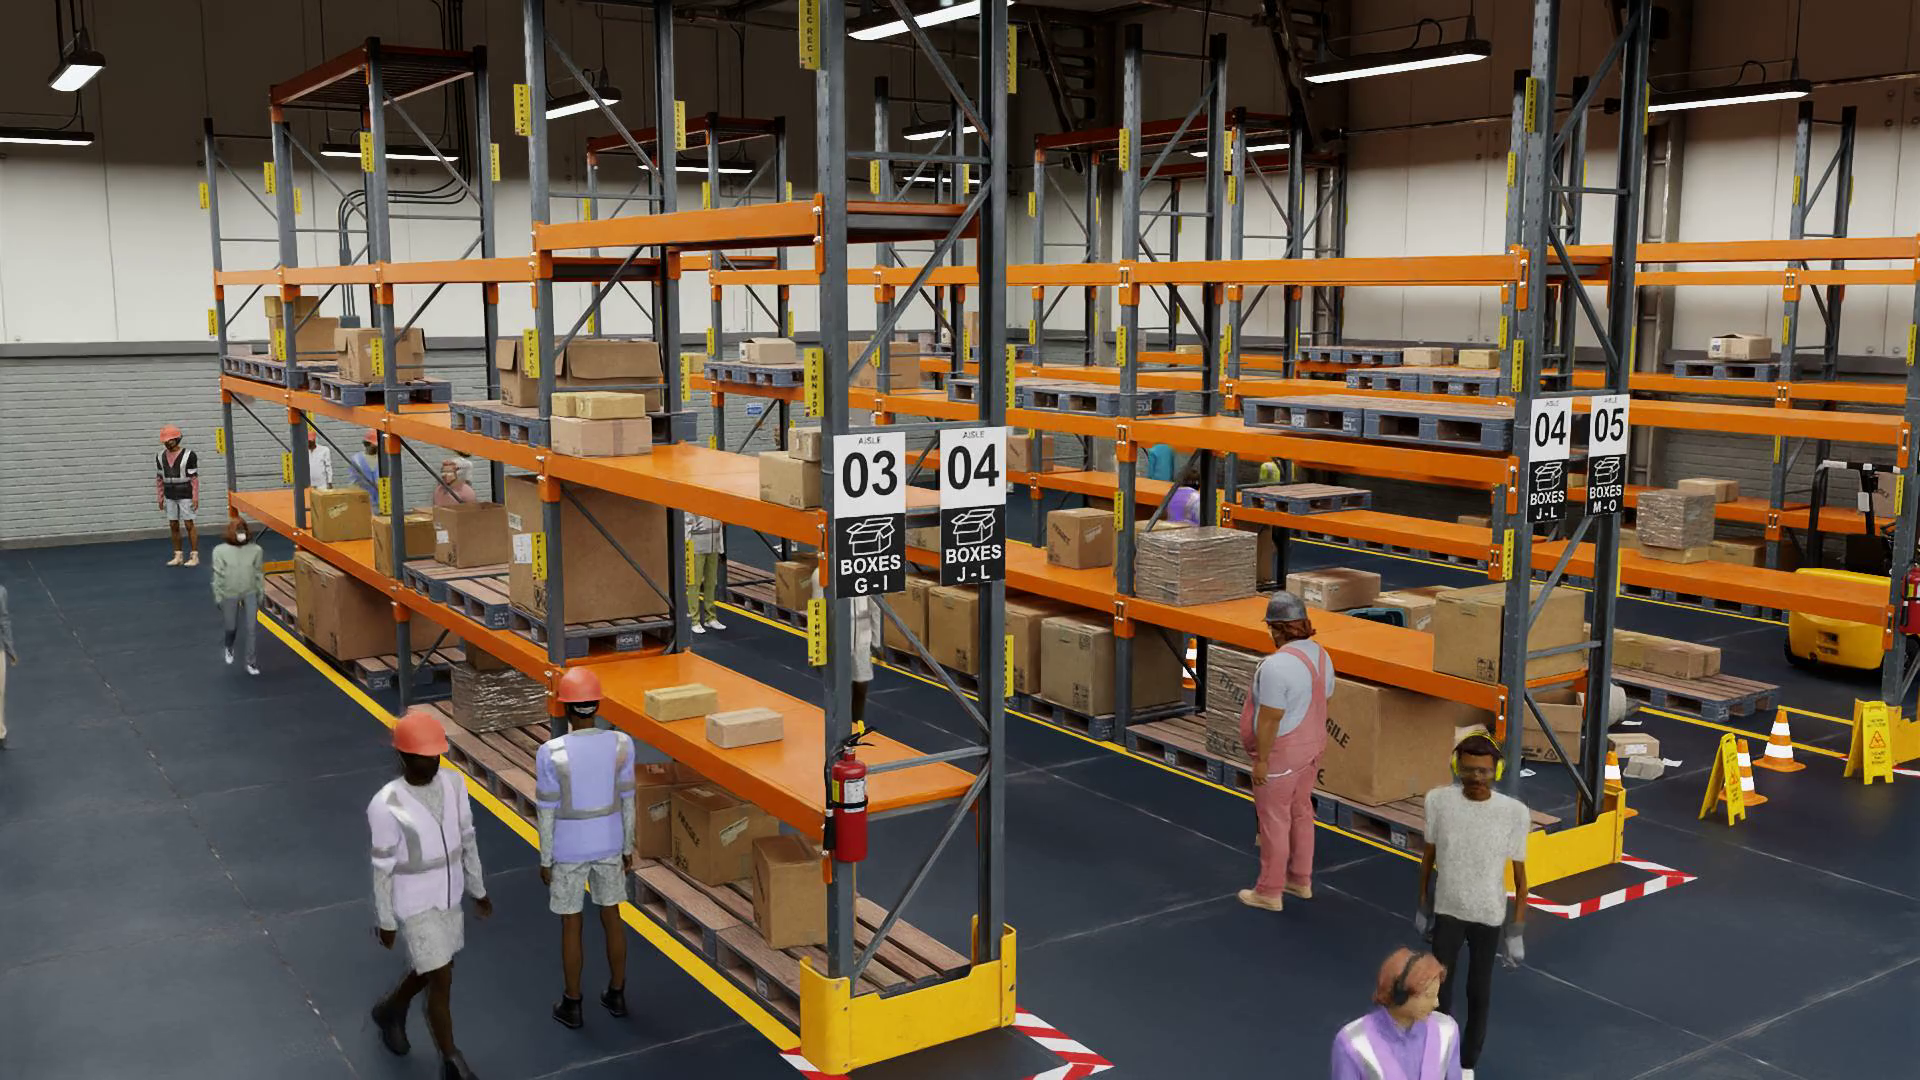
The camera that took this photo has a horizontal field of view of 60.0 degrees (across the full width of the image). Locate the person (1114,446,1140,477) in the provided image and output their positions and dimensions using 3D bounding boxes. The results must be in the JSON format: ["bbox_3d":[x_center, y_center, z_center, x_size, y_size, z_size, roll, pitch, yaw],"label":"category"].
[{"bbox_3d":[2.619,-0.796,26.067,0.526,1.615,0.525,-3,9,-22],"label":"person"}]

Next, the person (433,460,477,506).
[{"bbox_3d":[-6.045,0.002,19.793,0.653,1.906,0.408,5,10,29],"label":"person"}]

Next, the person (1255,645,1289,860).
[{"bbox_3d":[2.219,1.364,11.452,0.322,1.685,0.542,-3,9,-20],"label":"person"}]

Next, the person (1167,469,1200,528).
[{"bbox_3d":[2.726,0.071,19.647,0.434,1.814,0.716,-4,10,-26],"label":"person"}]

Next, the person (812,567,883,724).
[{"bbox_3d":[-0.913,0.845,13.739,0.614,2.038,0.396,-4,10,-26],"label":"person"}]

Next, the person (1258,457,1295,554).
[{"bbox_3d":[4.663,-0.644,24.858,0.557,1.660,0.794,-3,9,-17],"label":"person"}]

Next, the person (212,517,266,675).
[{"bbox_3d":[-7.372,0.558,17.012,0.513,1.619,0.501,-6,10,-35],"label":"person"}]

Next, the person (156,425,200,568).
[{"bbox_3d":[-11.071,-0.614,23.511,0.612,2.030,0.408,1,9,7],"label":"person"}]

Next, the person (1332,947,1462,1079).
[{"bbox_3d":[1.546,2.226,6.021,0.531,1.611,0.762,-2,9,-15],"label":"person"}]

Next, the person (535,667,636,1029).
[{"bbox_3d":[-2.002,1.631,8.888,0.539,1.929,0.383,-5,10,-31],"label":"person"}]

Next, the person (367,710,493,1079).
[{"bbox_3d":[-2.664,1.744,8.218,0.888,1.909,0.564,5,10,30],"label":"person"}]

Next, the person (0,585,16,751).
[{"bbox_3d":[-8.216,0.948,13.974,0.333,1.766,0.534,6,10,33],"label":"person"}]

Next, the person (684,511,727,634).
[{"bbox_3d":[-2.924,0.100,19.070,0.362,1.928,0.587,7,11,39],"label":"person"}]

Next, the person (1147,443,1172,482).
[{"bbox_3d":[3.200,-0.979,26.905,0.441,1.730,0.611,8,12,44],"label":"person"}]

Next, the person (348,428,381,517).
[{"bbox_3d":[-8.213,-0.568,23.280,0.661,2.014,0.493,-3,9,-21],"label":"person"}]

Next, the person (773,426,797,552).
[{"bbox_3d":[-2.644,-0.764,24.945,0.401,1.899,0.636,-2,9,-11],"label":"person"}]

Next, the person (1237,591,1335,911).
[{"bbox_3d":[2.057,1.314,10.615,0.535,2.000,0.689,8,11,42],"label":"person"}]

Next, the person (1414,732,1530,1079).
[{"bbox_3d":[2.394,1.825,7.830,0.530,1.843,0.766,4,9,23],"label":"person"}]

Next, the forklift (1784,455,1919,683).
[{"bbox_3d":[9.643,0.253,17.172,2.313,2.155,1.214,-6,10,-33],"label":"forklift"}]

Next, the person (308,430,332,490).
[{"bbox_3d":[-10.341,-0.937,26.604,0.575,1.739,0.349,-3,9,-20],"label":"person"}]
